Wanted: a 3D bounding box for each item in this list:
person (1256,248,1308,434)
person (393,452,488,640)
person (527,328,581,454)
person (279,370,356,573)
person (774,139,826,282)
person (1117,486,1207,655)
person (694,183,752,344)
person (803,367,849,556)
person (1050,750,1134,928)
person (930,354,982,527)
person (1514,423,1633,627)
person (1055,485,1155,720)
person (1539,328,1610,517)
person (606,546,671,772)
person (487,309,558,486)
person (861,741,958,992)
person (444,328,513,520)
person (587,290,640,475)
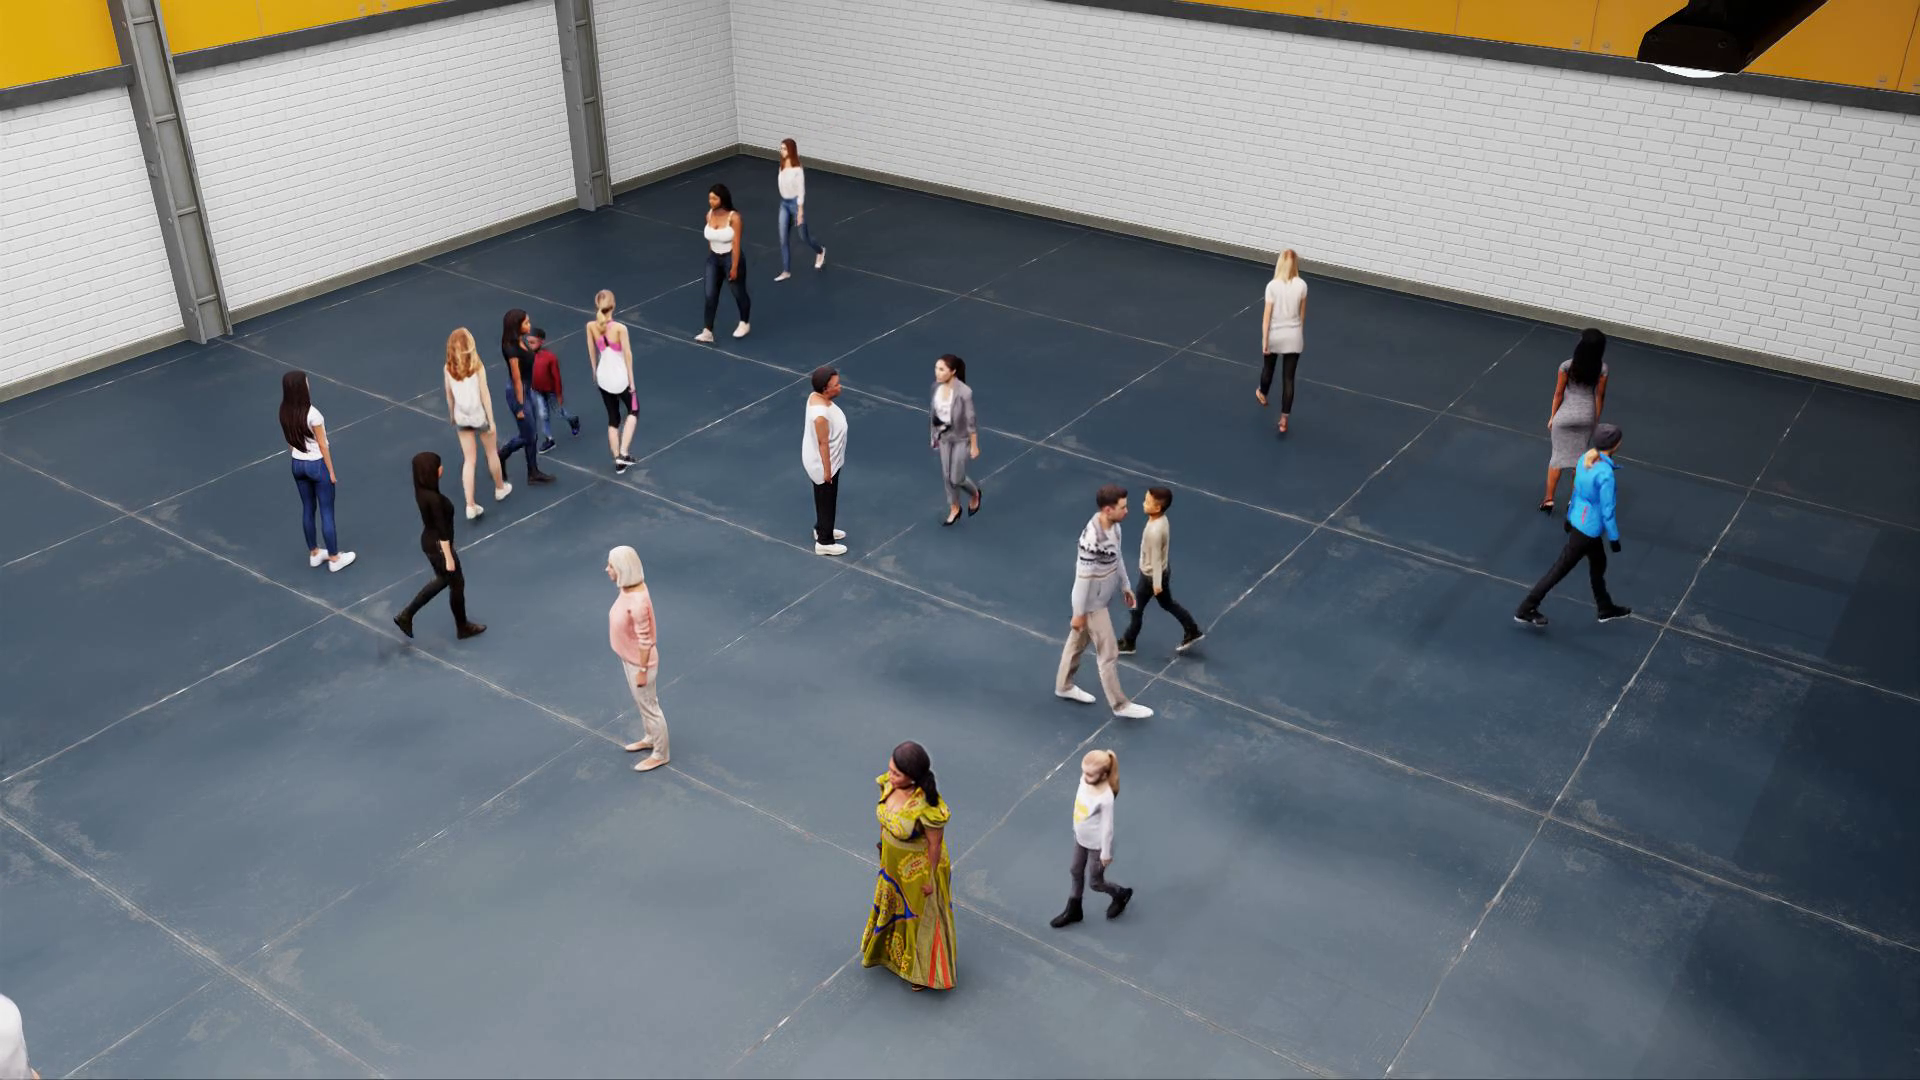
[{"bbox_3d":[3.200,-1.915,16.324,1.039,1.778,1.232,0,29,0],"label":"person"},{"bbox_3d":[-4.081,0.091,12.806,0.990,1.626,0.768,-18,34,-30],"label":"person"},{"bbox_3d":[-3.957,-1.480,16.088,0.616,1.240,0.804,8,30,15],"label":"person"},{"bbox_3d":[-5.415,-0.575,13.874,0.616,1.773,0.567,12,31,21],"label":"person"},{"bbox_3d":[-1.964,-4.040,20.292,0.592,1.709,1.043,20,35,33],"label":"person"},{"bbox_3d":[1.564,0.258,12.695,0.919,1.438,1.017,5,29,8],"label":"person"},{"bbox_3d":[-2.528,-3.087,18.473,0.734,1.777,1.056,13,31,22],"label":"person"},{"bbox_3d":[-1.142,-0.698,14.188,0.821,1.686,0.758,-4,29,-8],"label":"person"},{"bbox_3d":[0.845,1.798,10.047,0.834,1.271,0.699,-14,31,-24],"label":"person"},{"bbox_3d":[0.014,-0.876,14.547,0.743,1.655,0.698,-24,37,-37],"label":"person"},{"bbox_3d":[4.778,-0.052,12.941,1.104,1.747,1.201,1,29,2],"label":"person"},{"bbox_3d":[0.876,0.409,12.009,0.951,1.831,1.044,7,29,13],"label":"person"},{"bbox_3d":[5.439,-1.039,14.719,0.661,1.779,0.656,5,29,10],"label":"person"},{"bbox_3d":[-2.202,0.798,11.407,0.692,1.724,0.682,-12,31,-20],"label":"person"},{"bbox_3d":[-4.108,-1.264,15.188,0.912,1.722,0.866,-3,29,-5],"label":"person"},{"bbox_3d":[-0.275,1.844,9.556,0.851,1.660,0.913,-24,37,-37],"label":"person"},{"bbox_3d":[-4.340,-0.997,14.691,0.865,1.729,1.062,4,29,8],"label":"person"},{"bbox_3d":[-3.243,-1.421,15.421,0.721,1.776,0.736,8,30,14],"label":"person"}]
